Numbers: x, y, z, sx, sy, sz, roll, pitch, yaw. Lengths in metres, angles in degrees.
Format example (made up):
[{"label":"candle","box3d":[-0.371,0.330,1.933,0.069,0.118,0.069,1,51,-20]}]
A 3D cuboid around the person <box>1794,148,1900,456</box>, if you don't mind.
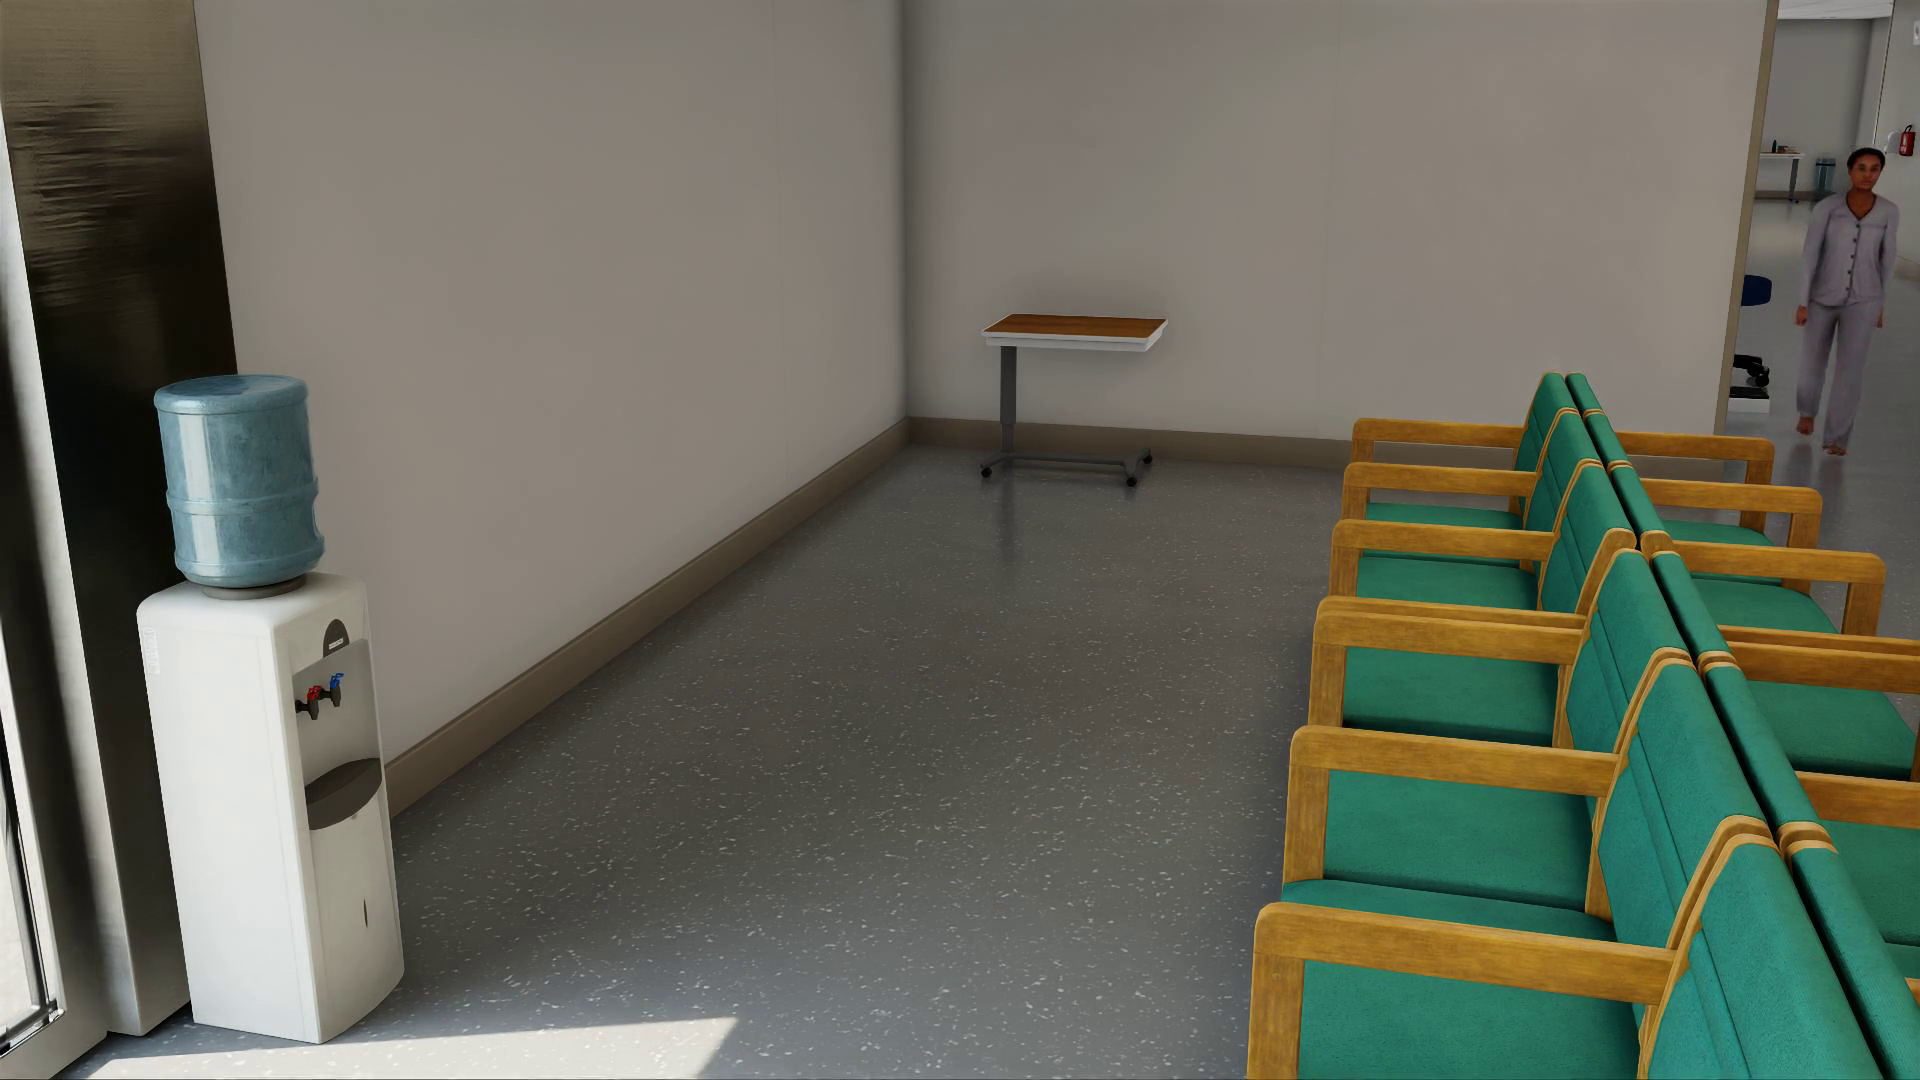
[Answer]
[{"label":"person","box3d":[5.105,-1.388,9.663,1.114,1.709,0.815,7,17,24]}]
